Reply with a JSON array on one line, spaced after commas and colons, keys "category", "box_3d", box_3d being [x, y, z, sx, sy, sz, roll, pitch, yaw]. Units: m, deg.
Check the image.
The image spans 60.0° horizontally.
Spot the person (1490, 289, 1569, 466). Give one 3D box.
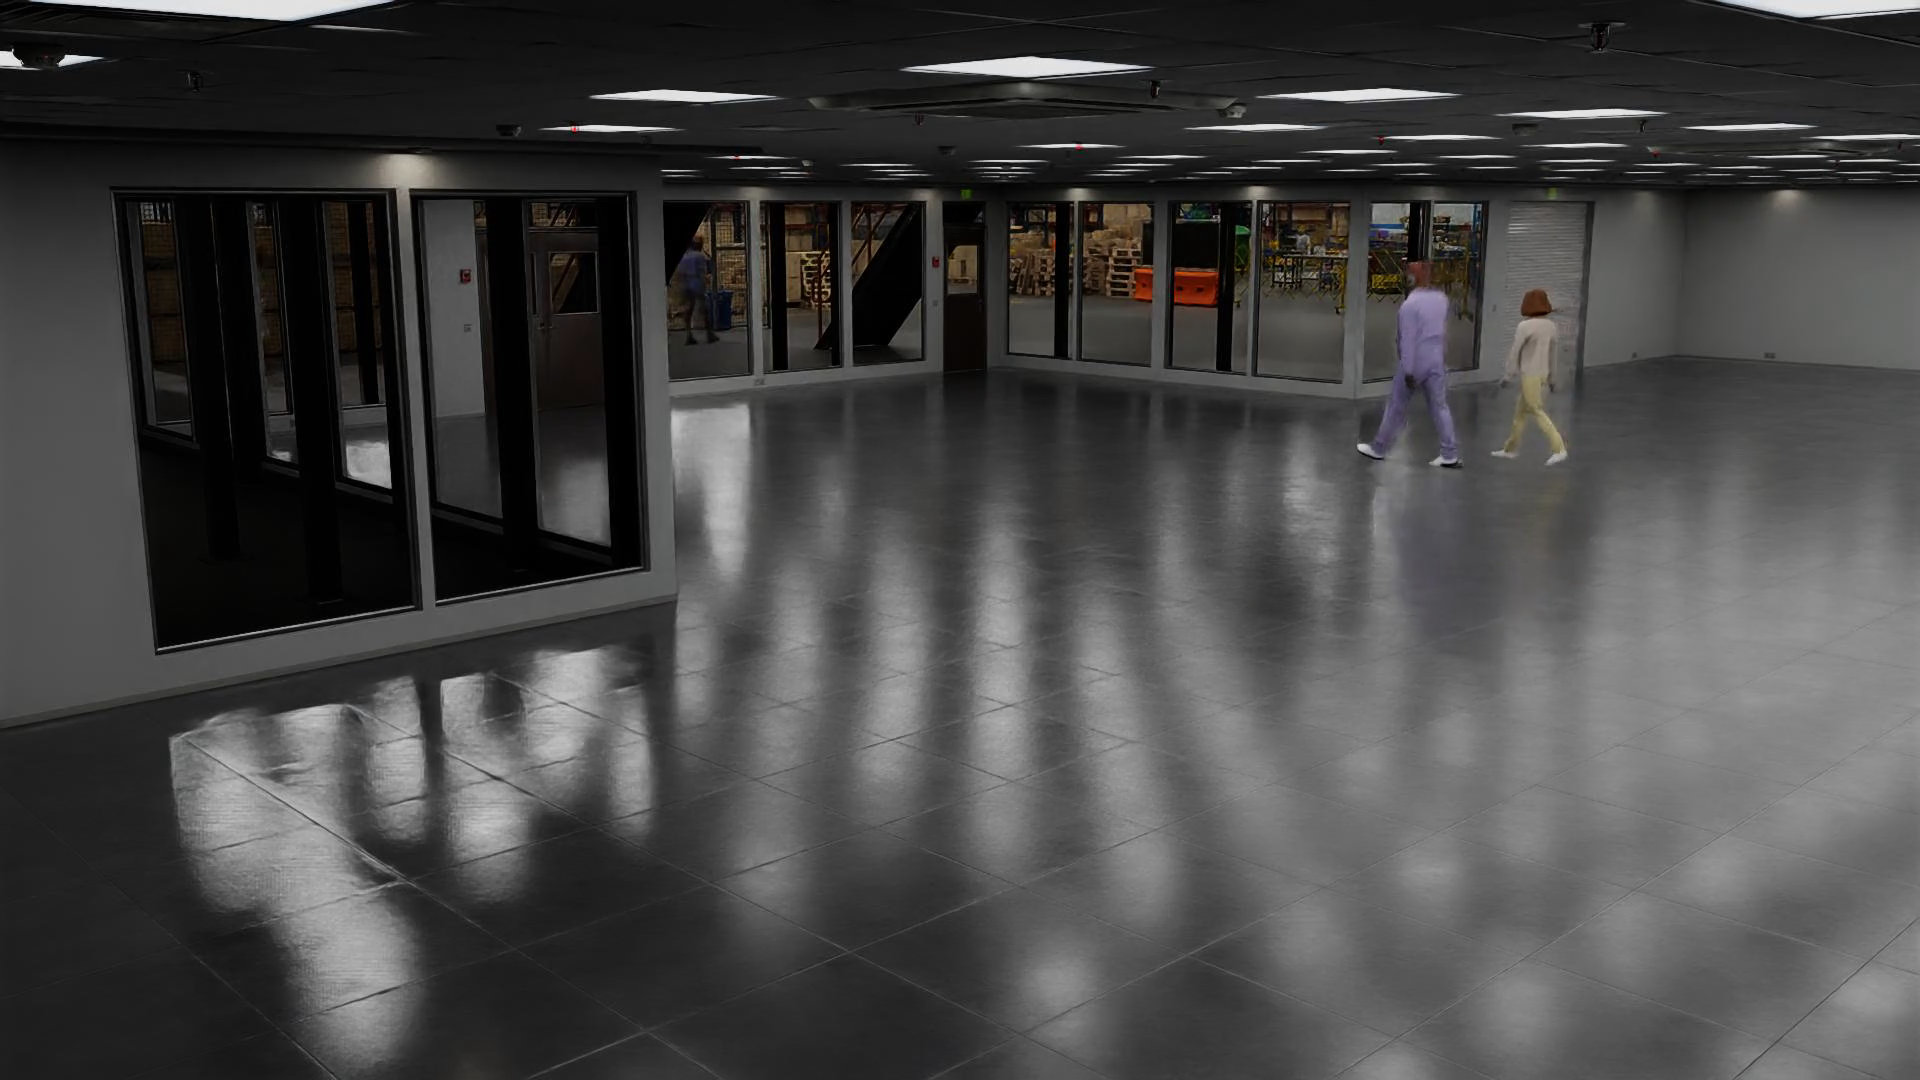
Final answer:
[{"category": "person", "box_3d": [5.274, -1.488, 15.210, 0.496, 1.595, 0.853, -9, 14, -38]}]

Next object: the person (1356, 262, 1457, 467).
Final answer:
[{"category": "person", "box_3d": [4.153, -1.601, 15.151, 0.632, 1.841, 1.032, -8, 14, -34]}]
